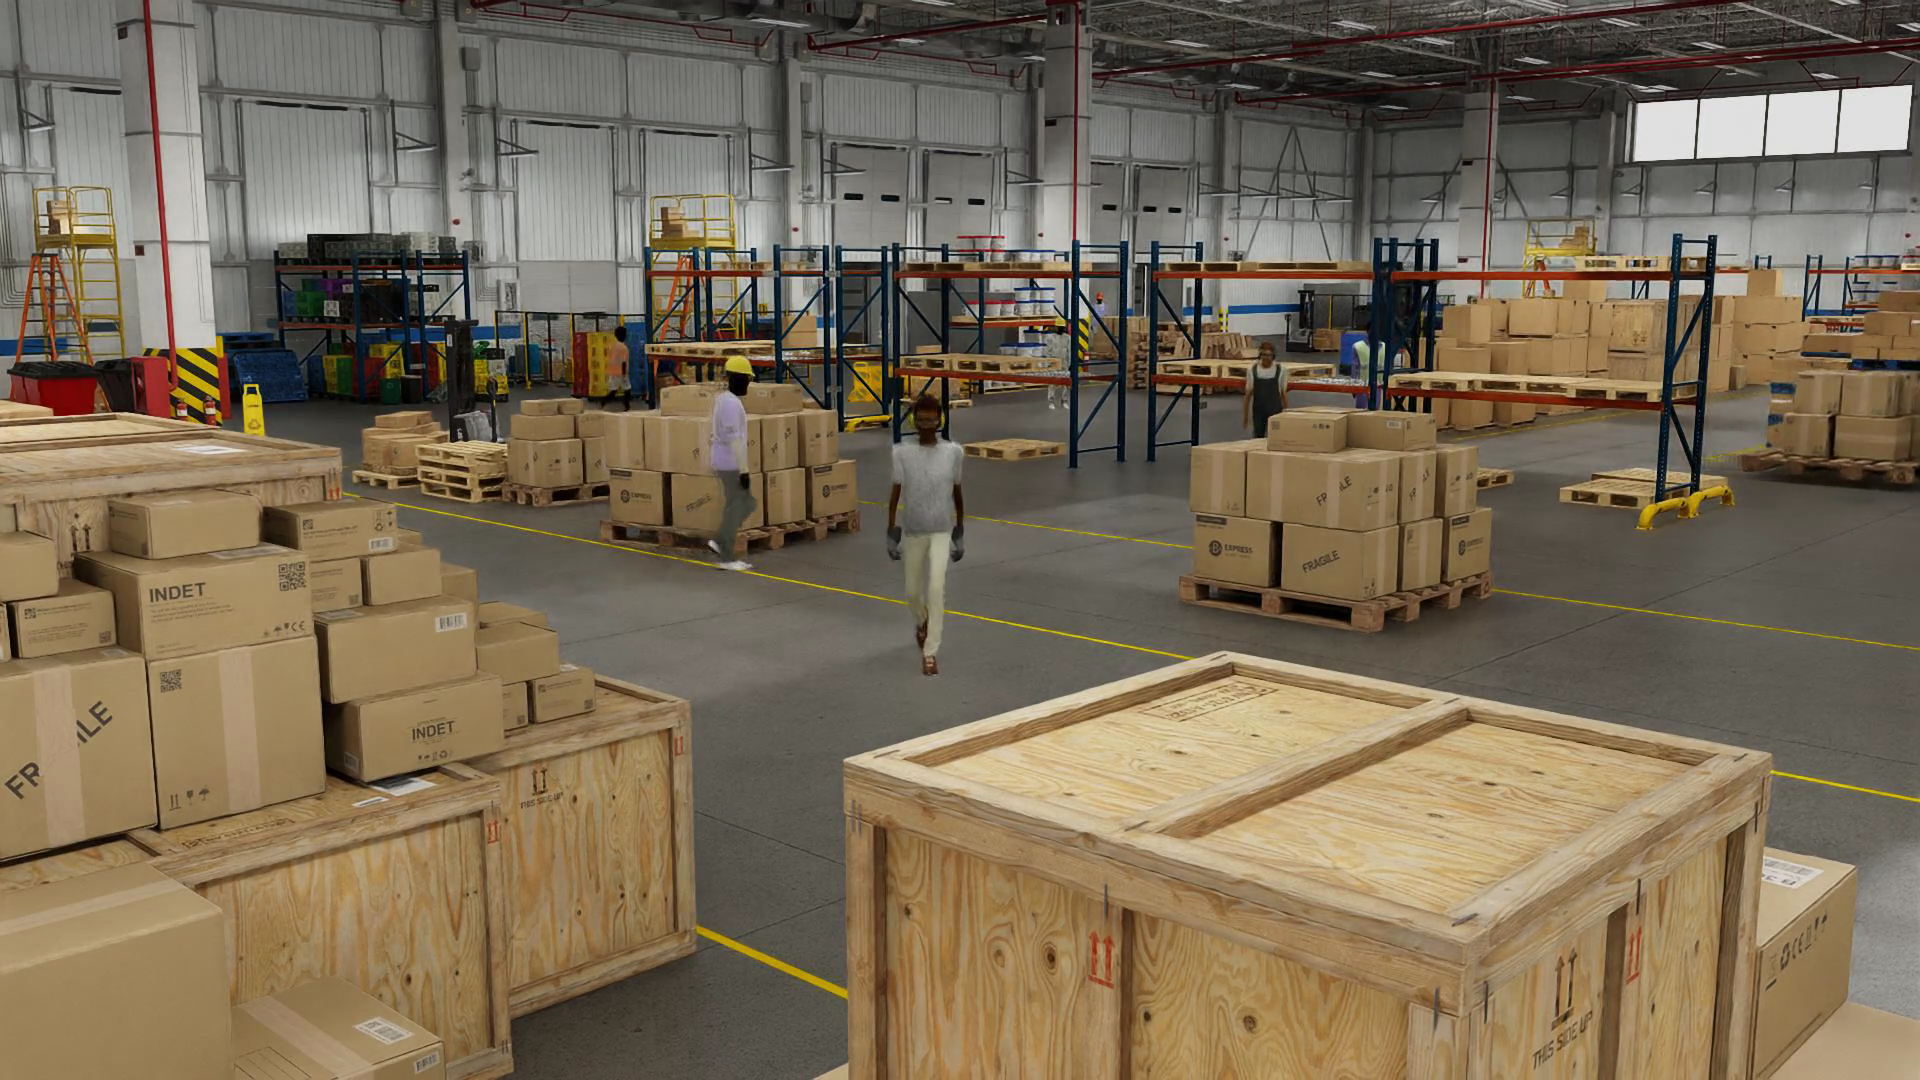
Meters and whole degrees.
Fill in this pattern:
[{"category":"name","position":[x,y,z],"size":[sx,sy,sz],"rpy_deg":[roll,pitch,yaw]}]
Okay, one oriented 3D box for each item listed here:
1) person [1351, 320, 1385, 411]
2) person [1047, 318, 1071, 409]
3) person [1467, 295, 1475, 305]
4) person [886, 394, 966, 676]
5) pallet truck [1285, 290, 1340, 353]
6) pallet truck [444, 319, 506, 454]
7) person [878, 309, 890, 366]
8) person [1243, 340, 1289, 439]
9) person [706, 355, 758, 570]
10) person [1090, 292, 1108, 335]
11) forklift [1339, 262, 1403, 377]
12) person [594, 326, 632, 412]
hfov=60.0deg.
[{"category":"person","position":[5.973,-2.247,24.265],"size":[0.589,1.919,0.393],"rpy_deg":[-3,10,-16]},{"category":"person","position":[1.884,-3.345,31.555],"size":[0.485,1.739,0.320],"rpy_deg":[-2,9,-12]},{"category":"person","position":[15.011,-6.266,49.031],"size":[0.648,1.886,1.049],"rpy_deg":[-5,10,-26]},{"category":"person","position":[-0.225,-0.066,11.104],"size":[0.528,1.850,0.750],"rpy_deg":[0,9,1]},{"category":"pallet truck","position":[11.297,-6.951,52.861],"size":[1.885,1.965,0.823],"rpy_deg":[-5,11,-29]},{"category":"pallet truck","position":[-6.981,-1.942,22.150],"size":[1.885,1.965,0.823],"rpy_deg":[1,9,9]},{"category":"person","position":[-2.012,-5.351,44.181],"size":[0.321,1.632,0.525],"rpy_deg":[1,9,5]},{"category":"person","position":[3.750,-1.545,20.324],"size":[0.527,1.814,0.764],"rpy_deg":[3,10,18]},{"category":"person","position":[-1.983,-0.673,14.665],"size":[0.420,1.901,0.621],"rpy_deg":[-1,9,-6]},{"category":"person","position":[4.314,-6.704,51.564],"size":[0.544,1.930,0.388],"rpy_deg":[0,9,1]},{"category":"forklift","position":[10.286,-5.341,40.291],"size":[1.873,2.768,1.129],"rpy_deg":[9,13,43]},{"category":"person","position":[-6.008,-2.894,28.979],"size":[0.722,1.673,0.535],"rpy_deg":[-9,13,-43]}]
